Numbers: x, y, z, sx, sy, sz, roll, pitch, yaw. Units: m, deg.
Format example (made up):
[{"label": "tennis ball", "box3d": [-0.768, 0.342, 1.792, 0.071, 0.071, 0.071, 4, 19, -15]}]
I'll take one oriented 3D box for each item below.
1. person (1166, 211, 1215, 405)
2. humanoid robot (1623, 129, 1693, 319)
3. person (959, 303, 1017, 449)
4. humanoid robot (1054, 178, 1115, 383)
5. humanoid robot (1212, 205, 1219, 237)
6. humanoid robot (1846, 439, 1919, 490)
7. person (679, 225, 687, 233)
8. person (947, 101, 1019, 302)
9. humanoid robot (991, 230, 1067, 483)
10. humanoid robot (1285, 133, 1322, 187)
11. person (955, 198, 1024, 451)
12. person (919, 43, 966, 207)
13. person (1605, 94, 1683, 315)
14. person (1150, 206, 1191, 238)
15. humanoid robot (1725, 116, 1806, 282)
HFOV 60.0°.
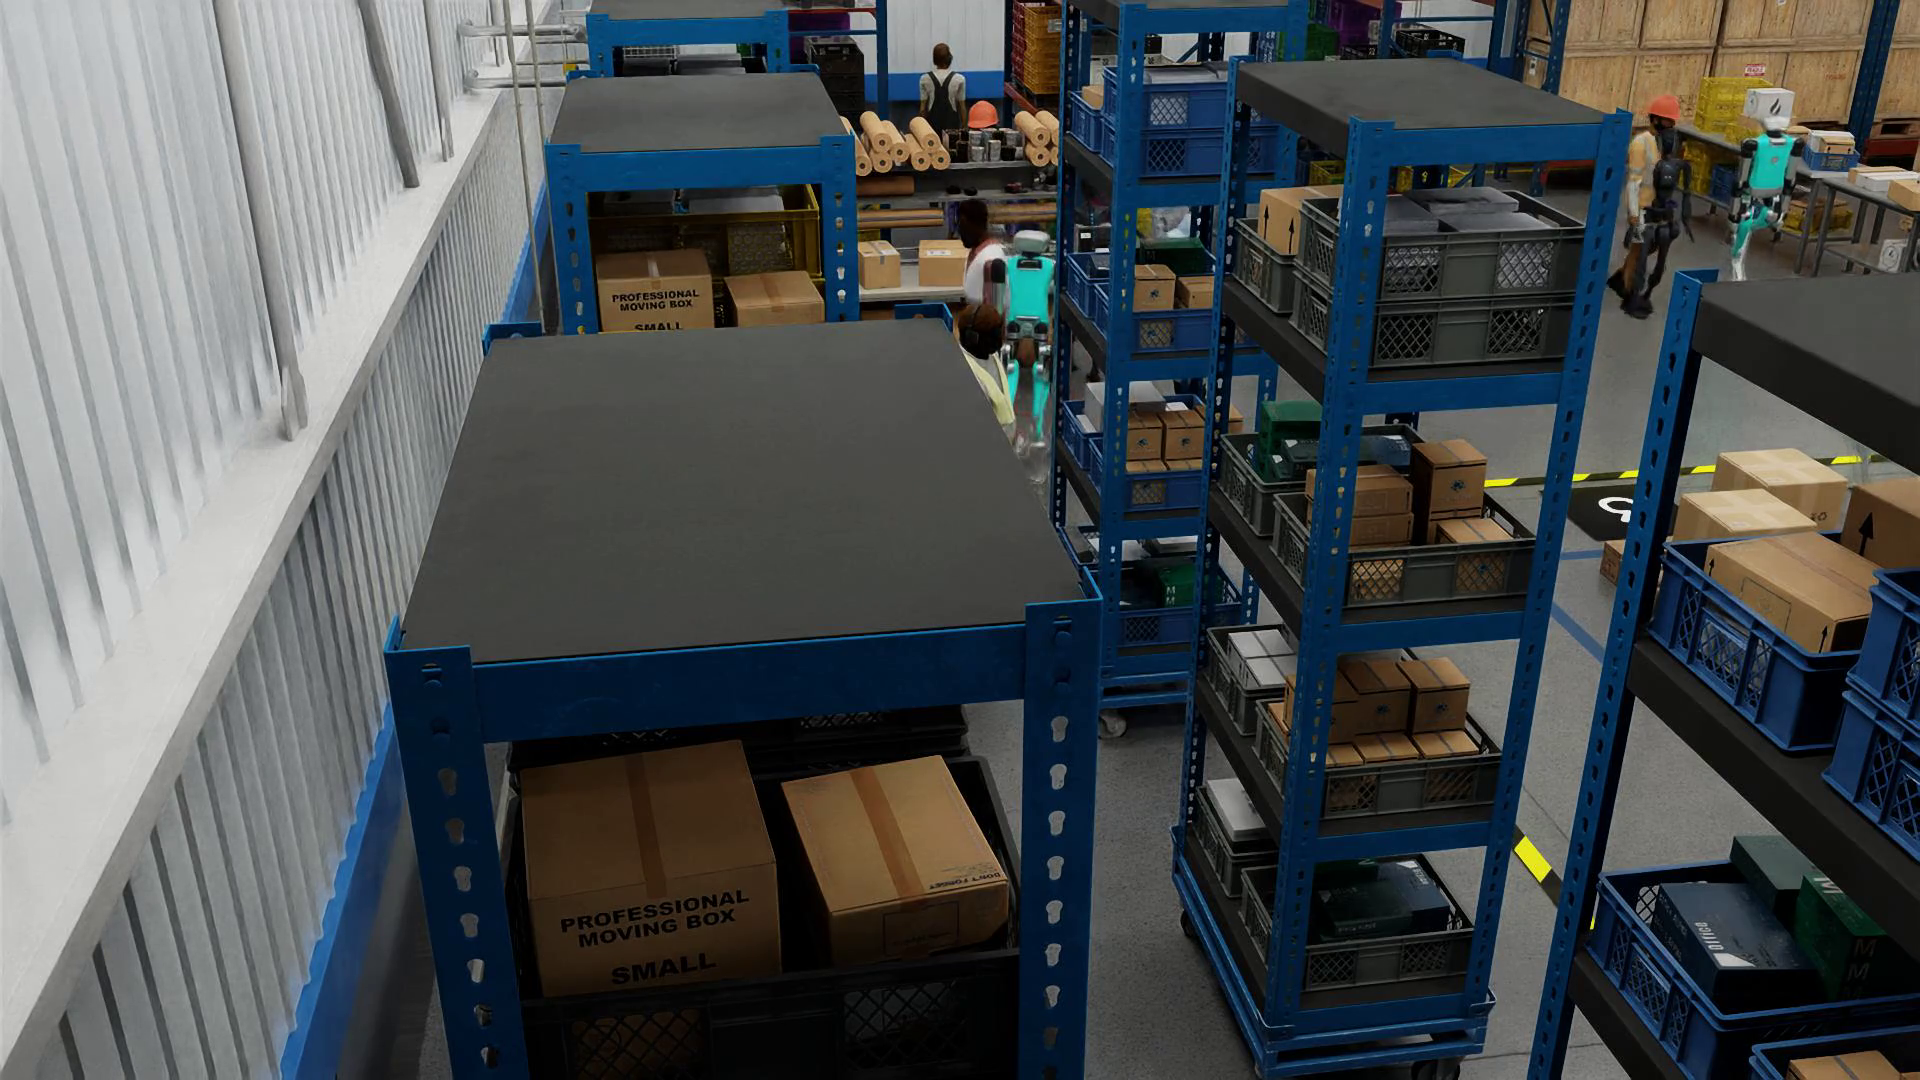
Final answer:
[{"label": "person", "box3d": [1.536, -1.313, 11.258, 0.382, 1.852, 0.586, -5, 25, -11]}, {"label": "humanoid robot", "box3d": [6.216, -2.819, 14.784, 0.603, 1.648, 0.552, 0, 25, -1]}, {"label": "person", "box3d": [0.101, -0.446, 9.386, 0.429, 1.841, 0.632, 8, 26, 17]}, {"label": "humanoid robot", "box3d": [1.010, -2.074, 13.125, 0.613, 1.643, 0.462, -3, 25, -6]}, {"label": "humanoid robot", "box3d": [2.613, -3.896, 17.035, 0.550, 1.738, 1.040, 2, 25, 4]}, {"label": "humanoid robot", "box3d": [6.201, -1.023, 10.825, 1.047, 1.749, 0.537, -11, 27, -23]}, {"label": "person", "box3d": [-2.660, -3.634, 16.340, 0.517, 1.825, 0.973, -16, 29, -31]}, {"label": "person", "box3d": [0.188, -2.630, 13.894, 0.604, 2.045, 0.374, 4, 25, 9]}, {"label": "humanoid robot", "box3d": [0.427, -1.078, 10.910, 0.537, 1.773, 0.867, 3, 25, 5]}, {"label": "humanoid robot", "box3d": [3.850, -4.499, 18.402, 0.610, 1.645, 0.468, -5, 25, -10]}, {"label": "person", "box3d": [0.171, -1.398, 11.397, 0.461, 1.891, 0.611, -3, 25, -6]}, {"label": "person", "box3d": [-0.189, -4.447, 18.083, 0.504, 1.842, 0.350, 1, 25, 2]}, {"label": "person", "box3d": [6.111, -3.000, 14.835, 0.549, 1.931, 0.489, -18, 30, -34]}, {"label": "person", "box3d": [1.781, -2.551, 14.147, 0.507, 1.676, 0.762, -12, 27, -24]}, {"label": "humanoid robot", "box3d": [7.138, -2.985, 15.003, 0.549, 1.733, 0.975, 1, 25, 3]}]
